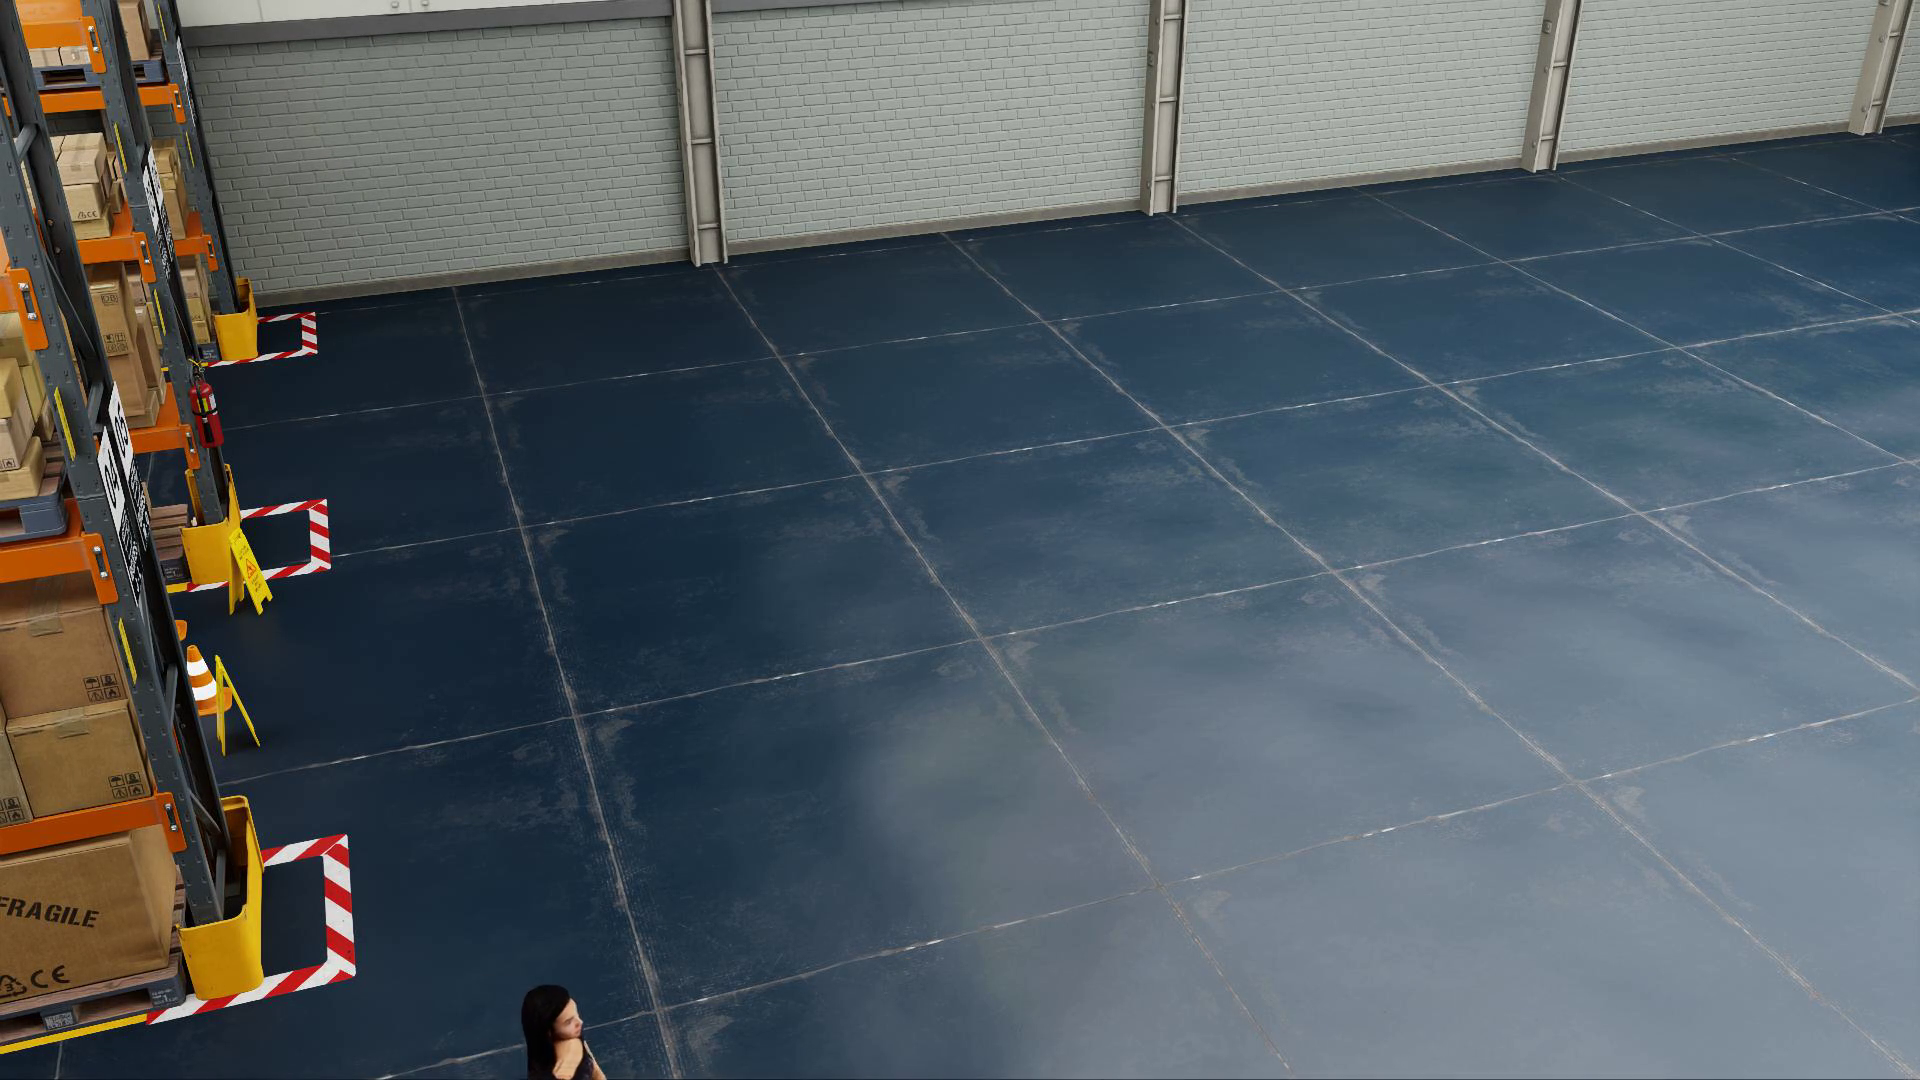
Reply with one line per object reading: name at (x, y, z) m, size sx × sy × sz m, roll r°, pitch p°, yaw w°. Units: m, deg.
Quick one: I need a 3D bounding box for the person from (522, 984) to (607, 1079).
person at (-1.741, 2.586, 7.054) m, size 1.173 × 1.738 × 0.835 m, roll -1°, pitch 28°, yaw -2°
